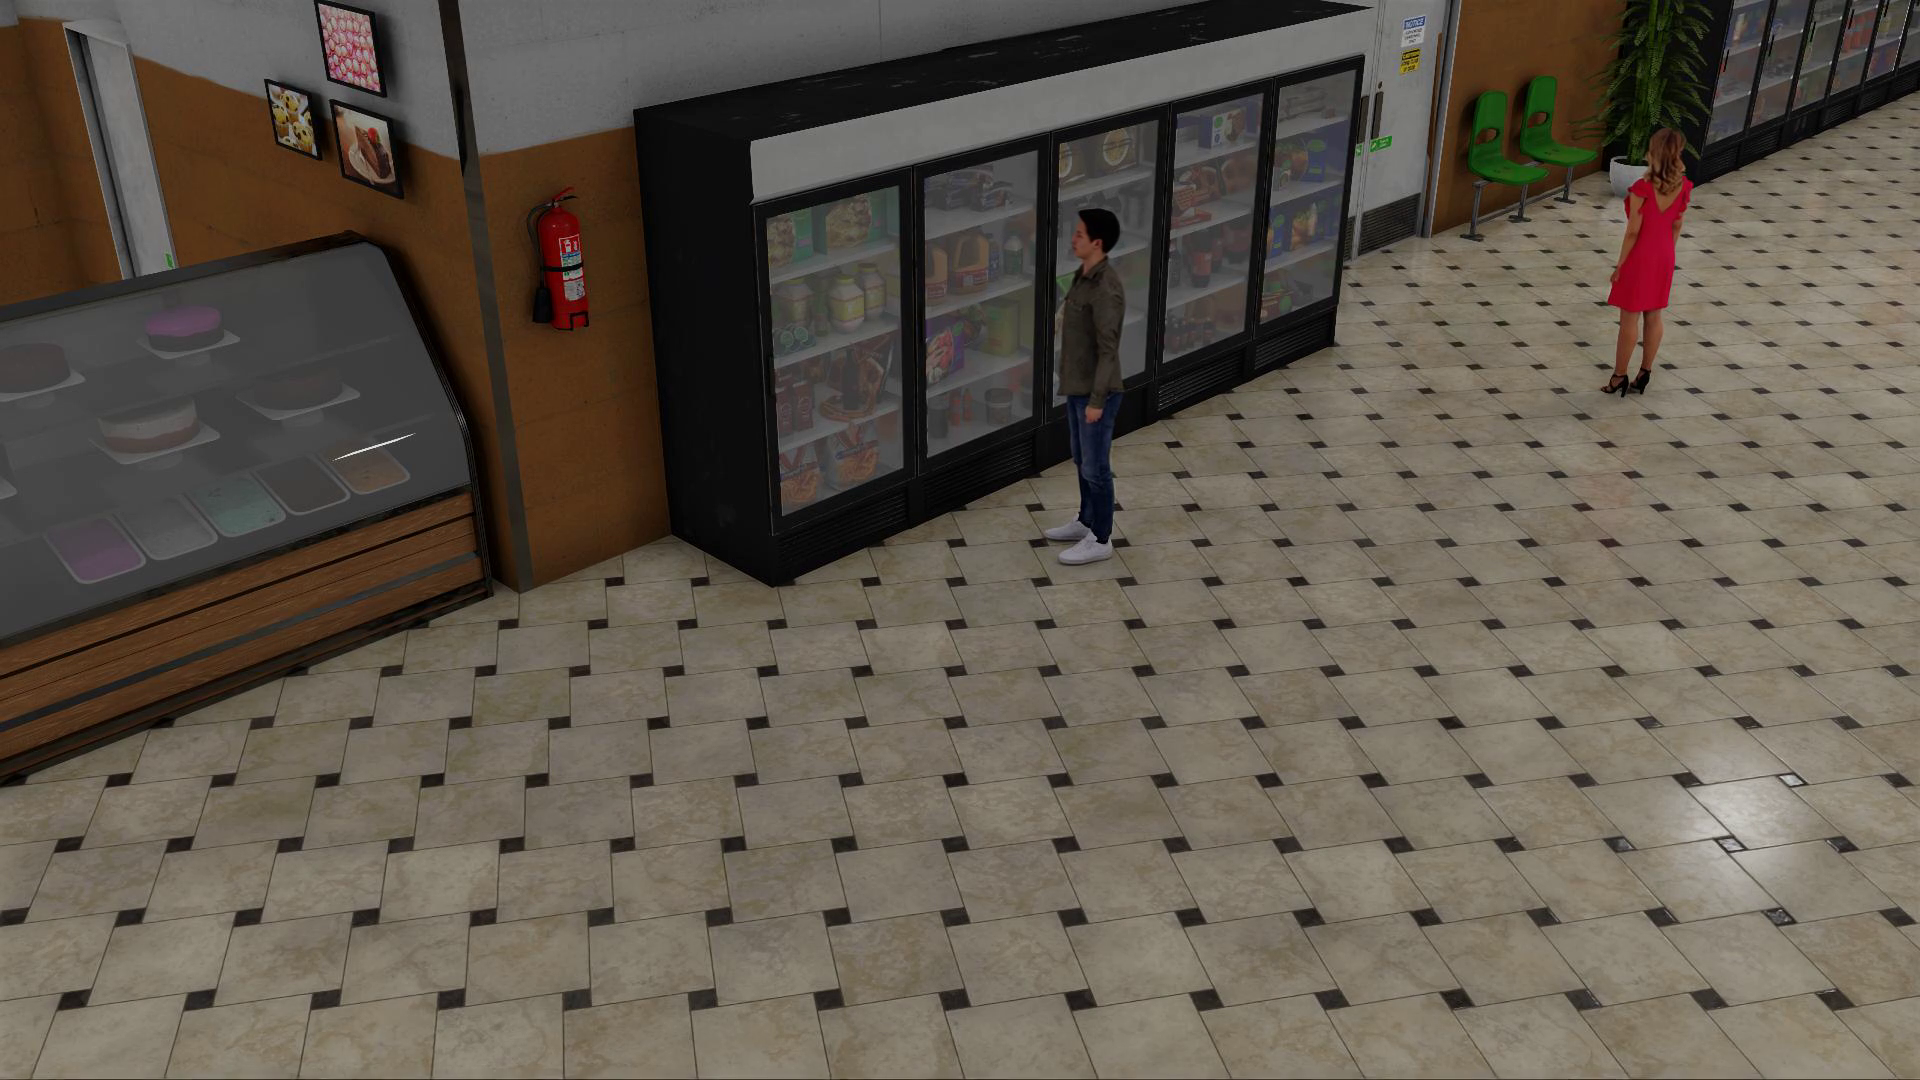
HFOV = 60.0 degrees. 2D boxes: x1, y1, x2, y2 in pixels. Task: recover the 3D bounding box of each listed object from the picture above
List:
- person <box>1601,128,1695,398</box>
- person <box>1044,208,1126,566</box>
[{"bbox_3d":[4.376,-1.756,10.581,0.666,1.728,0.692,-6,28,-12],"label":"person"},{"bbox_3d":[0.683,-0.775,8.495,0.851,1.864,0.737,-5,27,-9],"label":"person"}]
